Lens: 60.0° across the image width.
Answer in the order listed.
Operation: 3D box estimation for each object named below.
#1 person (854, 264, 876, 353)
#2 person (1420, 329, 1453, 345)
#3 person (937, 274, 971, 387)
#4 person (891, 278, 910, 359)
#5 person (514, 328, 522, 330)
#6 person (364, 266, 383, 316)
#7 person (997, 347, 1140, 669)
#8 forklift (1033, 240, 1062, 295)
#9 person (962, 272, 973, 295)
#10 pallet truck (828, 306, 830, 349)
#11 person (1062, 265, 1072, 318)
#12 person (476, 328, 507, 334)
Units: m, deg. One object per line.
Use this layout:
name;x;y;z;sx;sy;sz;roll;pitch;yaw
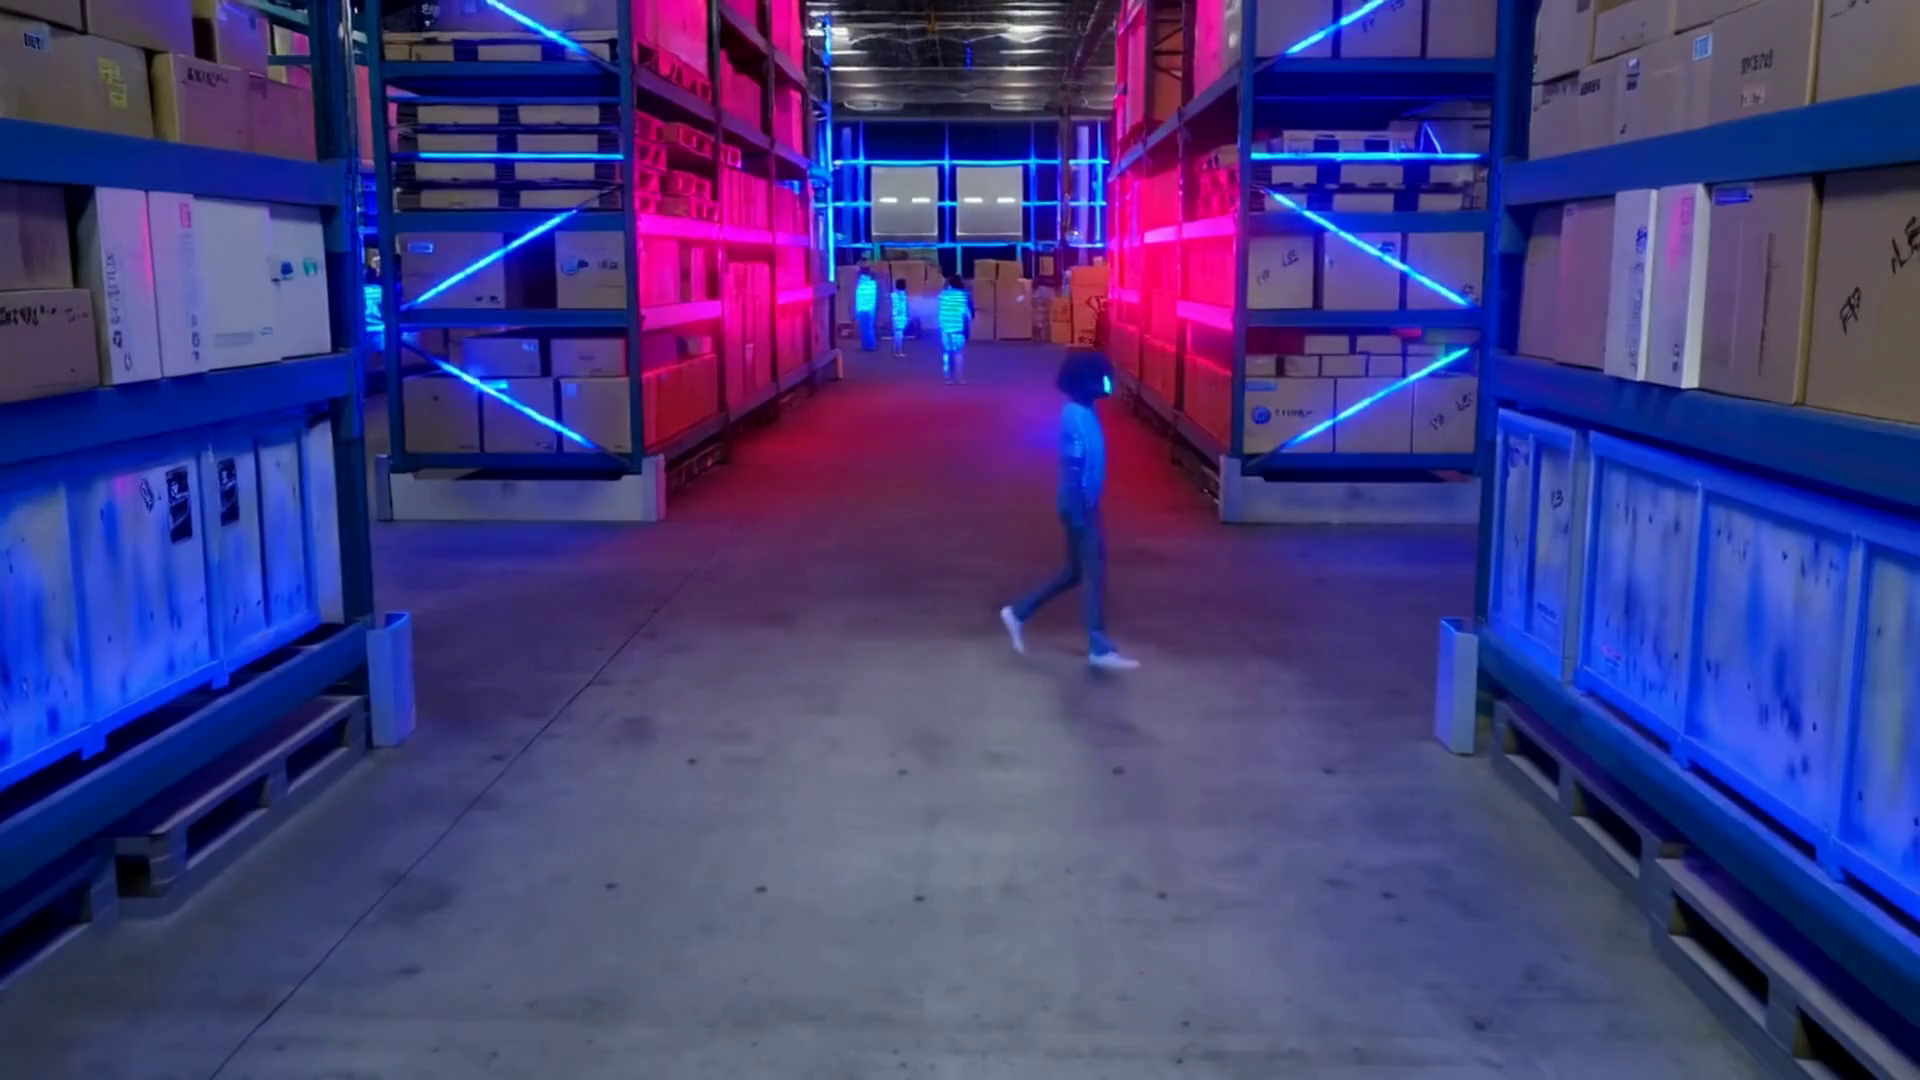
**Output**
person;-2.136;-5.180;37.248;0.399;1.989;0.622;-8;13;-41
person;11.727;-5.671;40.505;0.990;1.884;0.632;-3;10;-19
person;-0.072;-3.399;27.037;0.634;1.839;0.429;8;12;40
person;-1.267;-4.664;35.050;0.319;1.692;0.533;-5;11;-29
person;-7.529;-3.799;29.174;0.650;1.926;0.502;-4;10;-21
person;-22.222;-9.374;62.699;0.918;1.890;0.596;-6;11;-33
person;0.542;-0.156;8.294;0.673;1.614;0.503;1;10;9
forklift;3.156;-9.514;60.553;1.129;2.768;1.873;0;9;1
person;0.325;-8.851;60.146;0.530;1.689;0.321;0;9;-1
pallet truck;-3.100;-3.940;29.800;1.885;1.965;0.823;3;10;19
person;3.928;-8.970;60.185;0.588;1.917;0.404;-7;12;-35
person;-7.883;-3.607;27.988;0.551;1.935;0.375;0;9;3
